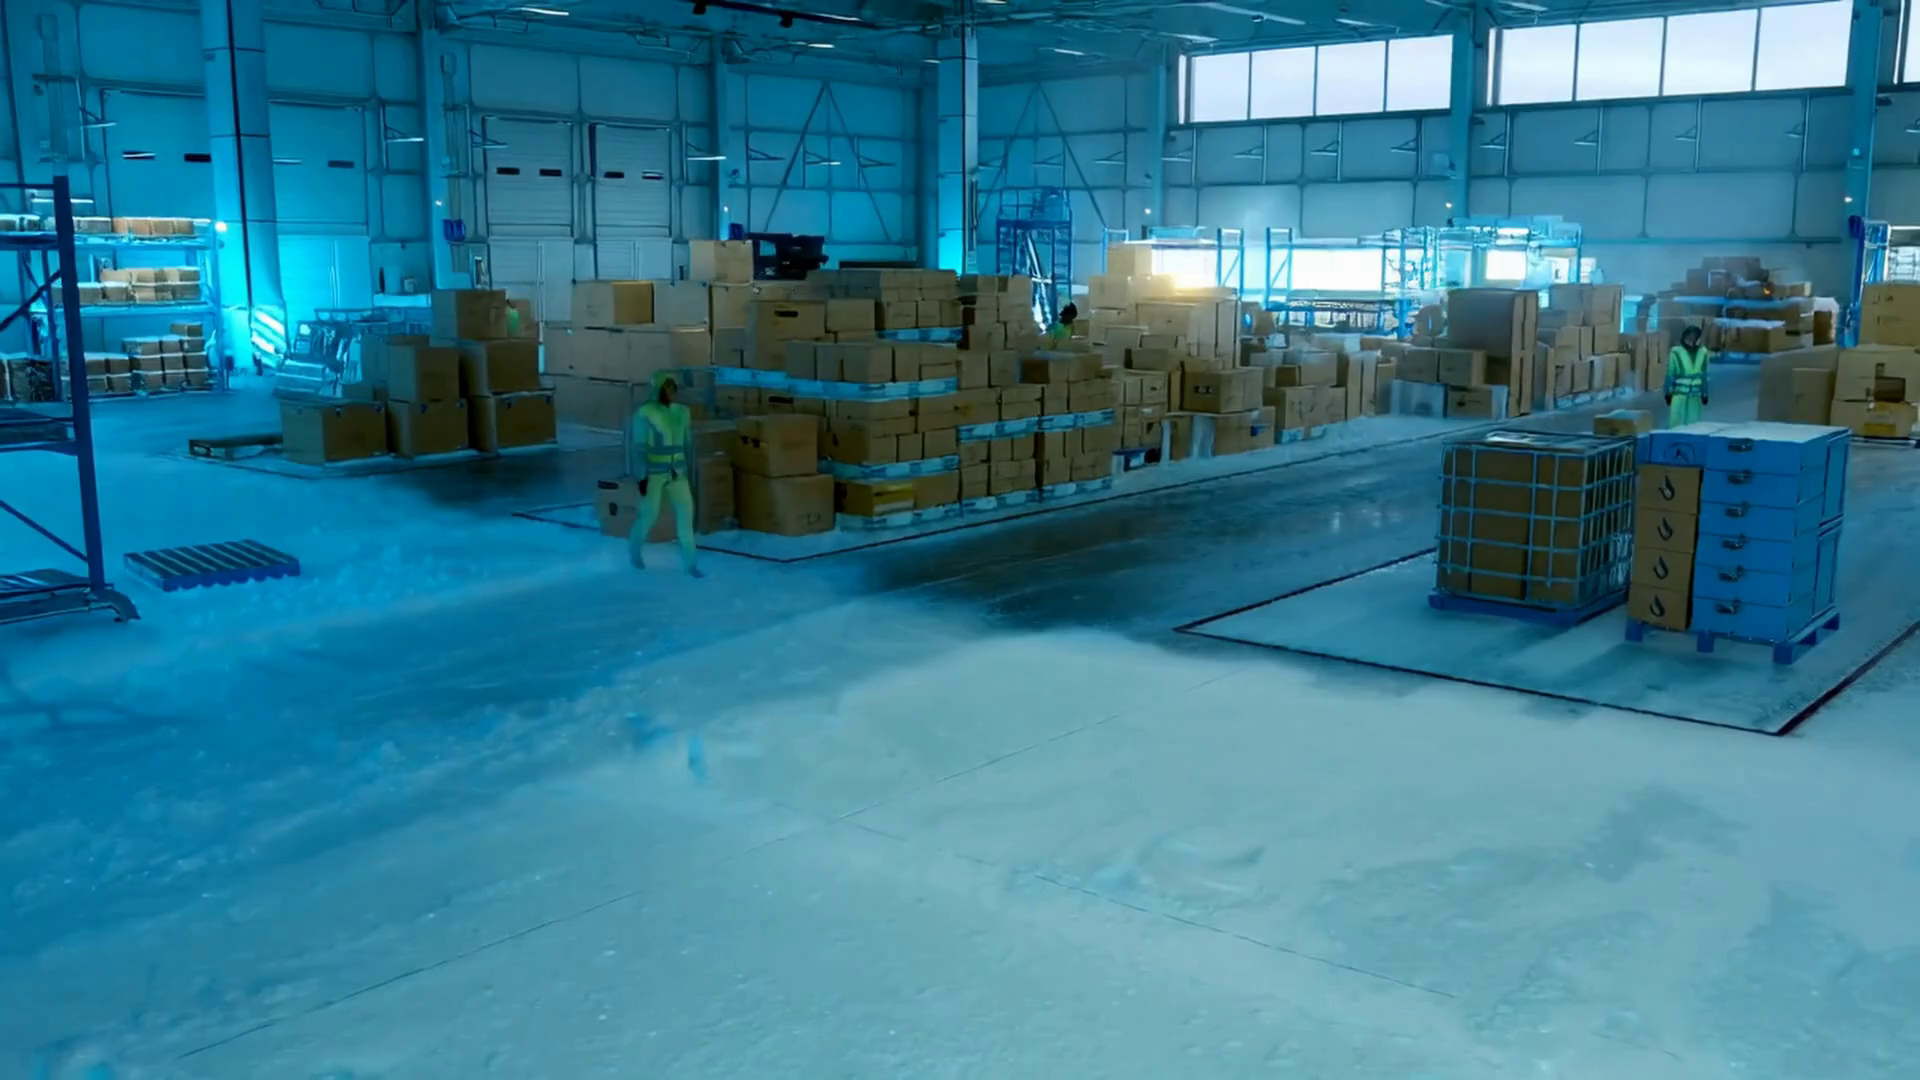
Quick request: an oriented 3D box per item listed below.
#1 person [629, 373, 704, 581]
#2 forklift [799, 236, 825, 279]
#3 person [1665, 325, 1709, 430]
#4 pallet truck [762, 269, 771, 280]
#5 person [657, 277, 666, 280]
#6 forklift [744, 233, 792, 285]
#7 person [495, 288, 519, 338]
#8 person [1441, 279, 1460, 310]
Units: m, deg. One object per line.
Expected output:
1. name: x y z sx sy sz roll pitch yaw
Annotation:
1. person: -2.335 -0.510 12.947 0.531 1.605 0.833 -8 13 -39
2. forklift: -3.518 -5.871 39.816 1.873 2.768 1.129 2 10 14
3. person: 8.652 -1.738 19.823 0.514 1.639 0.309 0 10 -2
4. pallet truck: -4.996 -6.432 45.525 1.885 1.965 0.823 -6 12 -32
5. person: -6.434 -4.711 35.948 0.636 1.928 0.390 -5 11 -25
6. forklift: -3.610 -4.410 31.498 1.873 2.768 1.129 8 13 40
7. person: -7.419 -3.108 26.875 0.604 1.906 0.610 10 14 43
8. person: 10.214 -4.448 34.519 0.994 1.886 0.568 4 11 21
